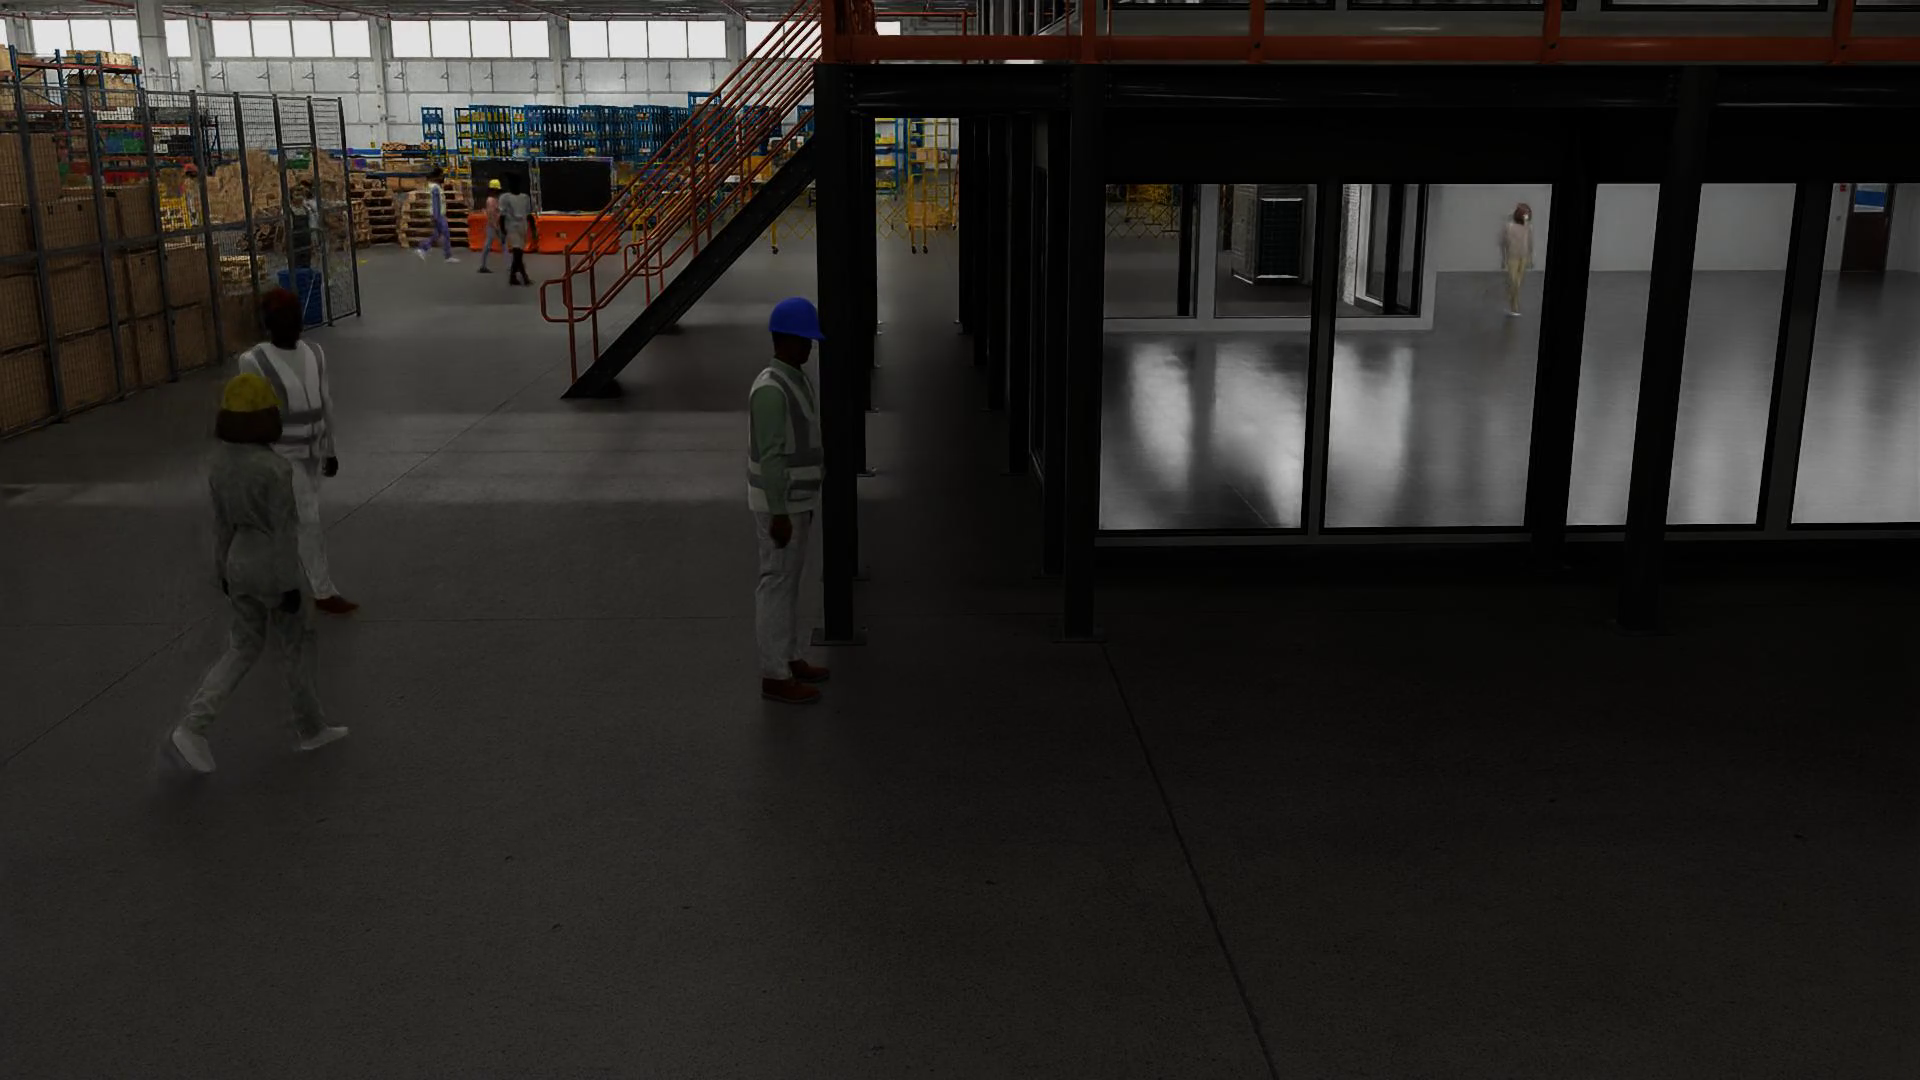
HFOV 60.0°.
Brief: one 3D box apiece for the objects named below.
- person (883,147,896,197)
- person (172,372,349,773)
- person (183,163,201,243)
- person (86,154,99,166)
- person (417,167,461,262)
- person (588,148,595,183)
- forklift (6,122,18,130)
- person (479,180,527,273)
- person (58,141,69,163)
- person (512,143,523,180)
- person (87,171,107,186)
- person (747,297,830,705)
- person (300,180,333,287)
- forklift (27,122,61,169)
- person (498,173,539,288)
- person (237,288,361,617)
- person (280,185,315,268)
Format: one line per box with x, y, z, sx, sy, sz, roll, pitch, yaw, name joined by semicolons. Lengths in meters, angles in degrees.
-2.716;-14.056;63.247;0.422;2.024;0.631;10;17;36;person
-3.040;0.146;7.111;0.491;1.721;0.741;7;16;26;person
-16.226;-7.012;35.270;0.358;1.938;0.545;-4;15;-17;person
-40.121;-17.352;77.004;0.530;1.736;0.801;-1;14;-4;person
-10.518;-6.521;33.406;0.774;1.894;0.595;-3;14;-12;person
-15.423;-15.545;69.741;0.328;1.759;0.524;-1;14;-3;person
-37.637;-15.397;66.874;1.129;2.768;1.873;-1;14;-2;forklift
-8.598;-5.829;30.977;0.912;1.713;0.551;1;14;4;person
-40.100;-16.825;74.374;0.397;1.992;0.623;4;15;17;person
-20.153;-17.039;75.412;0.964;1.900;0.643;5;15;19;person
-24.400;-9.788;47.038;0.495;1.606;0.779;0;14;-2;person
-0.822;-0.194;8.010;0.402;1.943;0.605;2;14;7;person
-10.958;-5.162;28.114;0.540;1.819;0.960;3;14;13;person
-35.376;-14.773;64.377;1.129;2.768;1.873;-1;14;-2;forklift
-7.452;-5.245;28.258;0.996;1.913;0.616;10;17;36;person
-3.827;-0.505;9.444;0.860;1.858;0.583;6;15;23;person
-9.864;-4.356;24.842;0.339;1.845;0.507;8;16;28;person
